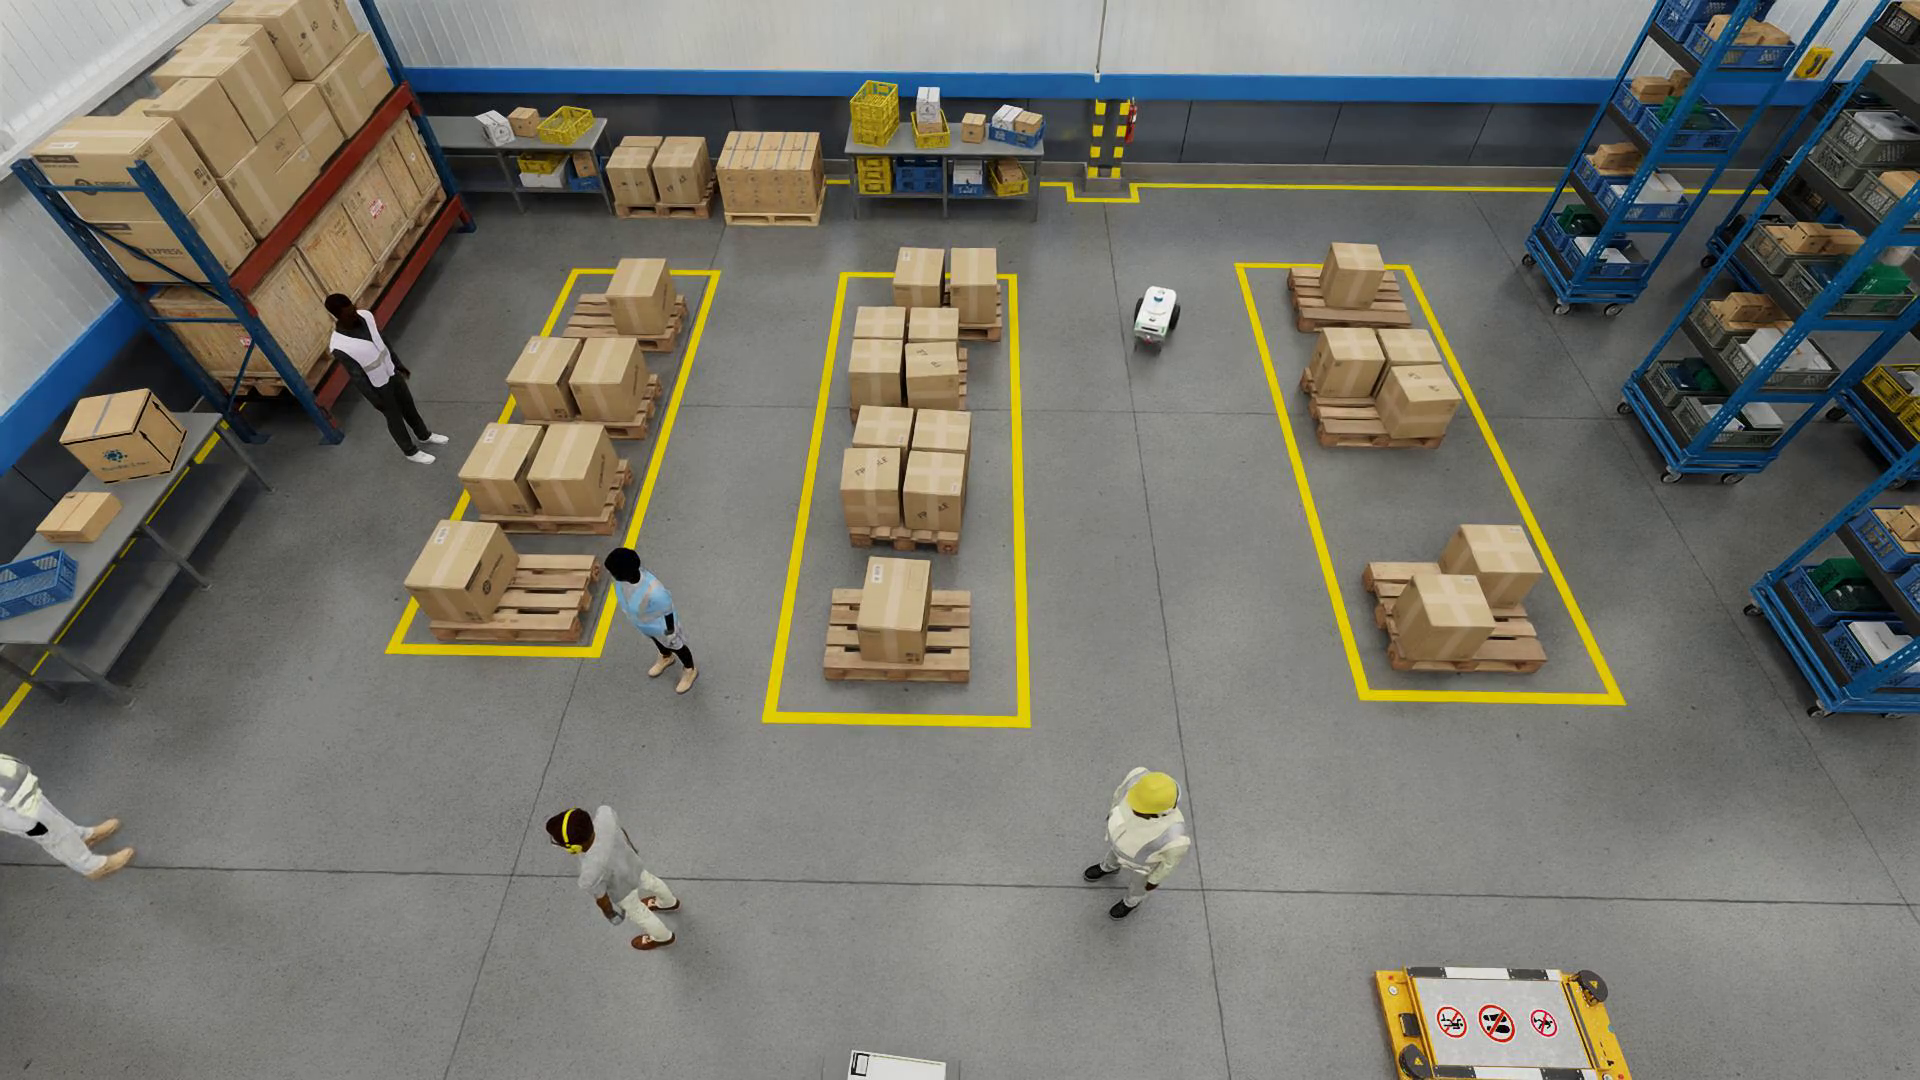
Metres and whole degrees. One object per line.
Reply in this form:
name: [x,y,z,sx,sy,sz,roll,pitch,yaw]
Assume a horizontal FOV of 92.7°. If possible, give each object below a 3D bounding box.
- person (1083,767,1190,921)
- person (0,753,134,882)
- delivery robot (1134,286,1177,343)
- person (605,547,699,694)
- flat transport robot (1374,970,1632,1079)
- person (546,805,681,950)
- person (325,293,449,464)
person: [1.124,1.944,5.882,0.403,1.833,0.586,-22,54,-17]
person: [-6.284,1.723,6.068,0.630,1.832,0.430,31,57,23]
delivery robot: [2.201,-2.553,10.309,0.477,0.478,0.707,15,53,12]
person: [-2.373,0.607,7.061,0.533,1.693,0.319,27,56,20]
flat transport robot: [3.501,3.133,5.914,1.431,0.197,0.652,1,51,1]
person: [-2.130,2.114,5.731,0.328,1.861,0.502,2,51,2]
person: [-5.471,-1.517,8.659,0.391,1.911,0.584,1,51,1]
